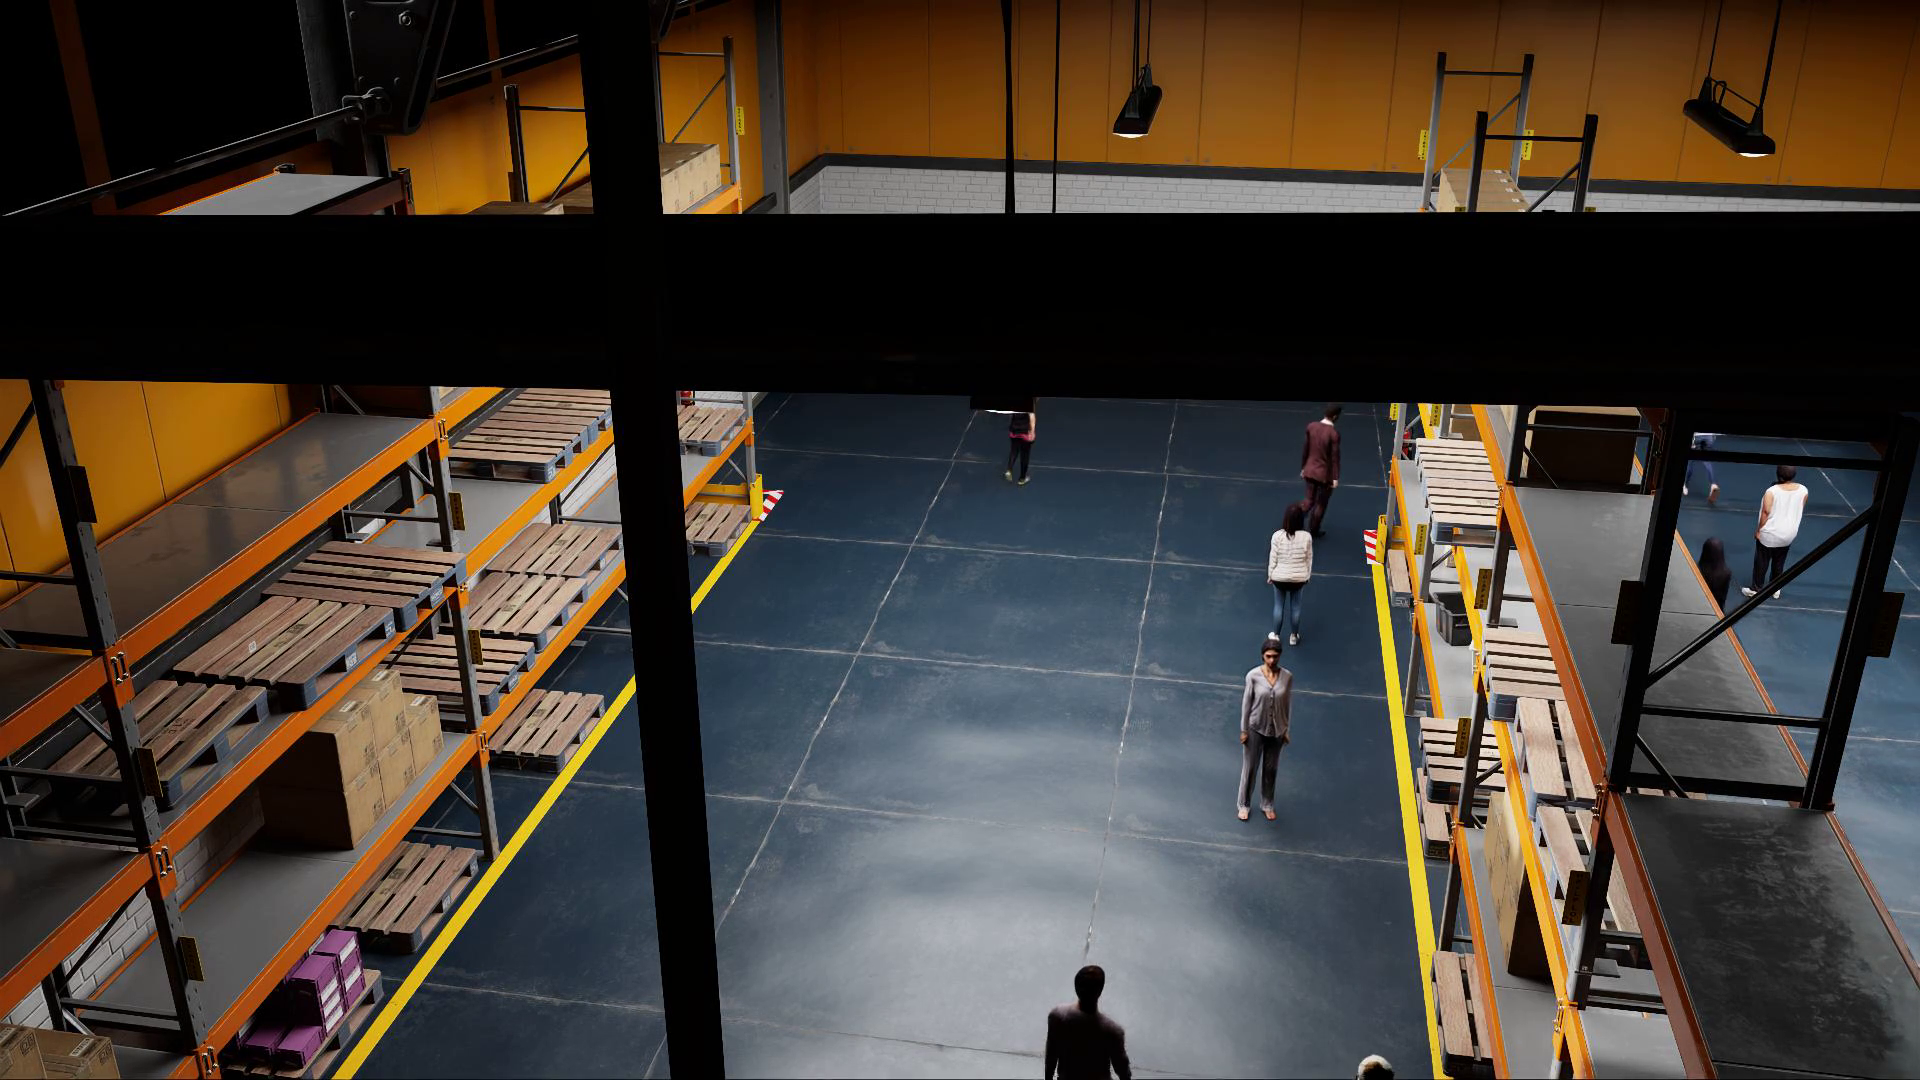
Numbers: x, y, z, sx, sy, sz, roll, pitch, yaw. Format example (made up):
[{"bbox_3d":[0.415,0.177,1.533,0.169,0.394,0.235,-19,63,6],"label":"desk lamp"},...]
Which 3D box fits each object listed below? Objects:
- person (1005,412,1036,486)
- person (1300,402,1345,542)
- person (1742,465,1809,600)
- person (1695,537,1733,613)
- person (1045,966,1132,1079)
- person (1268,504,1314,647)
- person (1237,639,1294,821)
[{"bbox_3d":[0.782,-1.456,22.340,0.701,1.544,0.783,15,28,31],"label":"person"},{"bbox_3d":[4.388,-0.796,20.466,1.048,1.835,0.968,-22,32,-40],"label":"person"},{"bbox_3d":[9.370,-0.126,19.116,0.719,1.688,0.700,-2,24,-6],"label":"person"},{"bbox_3d":[7.578,0.810,16.958,0.676,1.701,1.041,2,24,4],"label":"person"},{"bbox_3d":[0.746,3.553,10.563,0.956,1.798,1.241,13,27,27],"label":"person"},{"bbox_3d":[3.573,0.376,18.031,0.630,1.638,0.569,2,24,4],"label":"person"},{"bbox_3d":[2.728,1.683,14.872,0.639,1.773,0.596,-1,24,-2],"label":"person"}]
